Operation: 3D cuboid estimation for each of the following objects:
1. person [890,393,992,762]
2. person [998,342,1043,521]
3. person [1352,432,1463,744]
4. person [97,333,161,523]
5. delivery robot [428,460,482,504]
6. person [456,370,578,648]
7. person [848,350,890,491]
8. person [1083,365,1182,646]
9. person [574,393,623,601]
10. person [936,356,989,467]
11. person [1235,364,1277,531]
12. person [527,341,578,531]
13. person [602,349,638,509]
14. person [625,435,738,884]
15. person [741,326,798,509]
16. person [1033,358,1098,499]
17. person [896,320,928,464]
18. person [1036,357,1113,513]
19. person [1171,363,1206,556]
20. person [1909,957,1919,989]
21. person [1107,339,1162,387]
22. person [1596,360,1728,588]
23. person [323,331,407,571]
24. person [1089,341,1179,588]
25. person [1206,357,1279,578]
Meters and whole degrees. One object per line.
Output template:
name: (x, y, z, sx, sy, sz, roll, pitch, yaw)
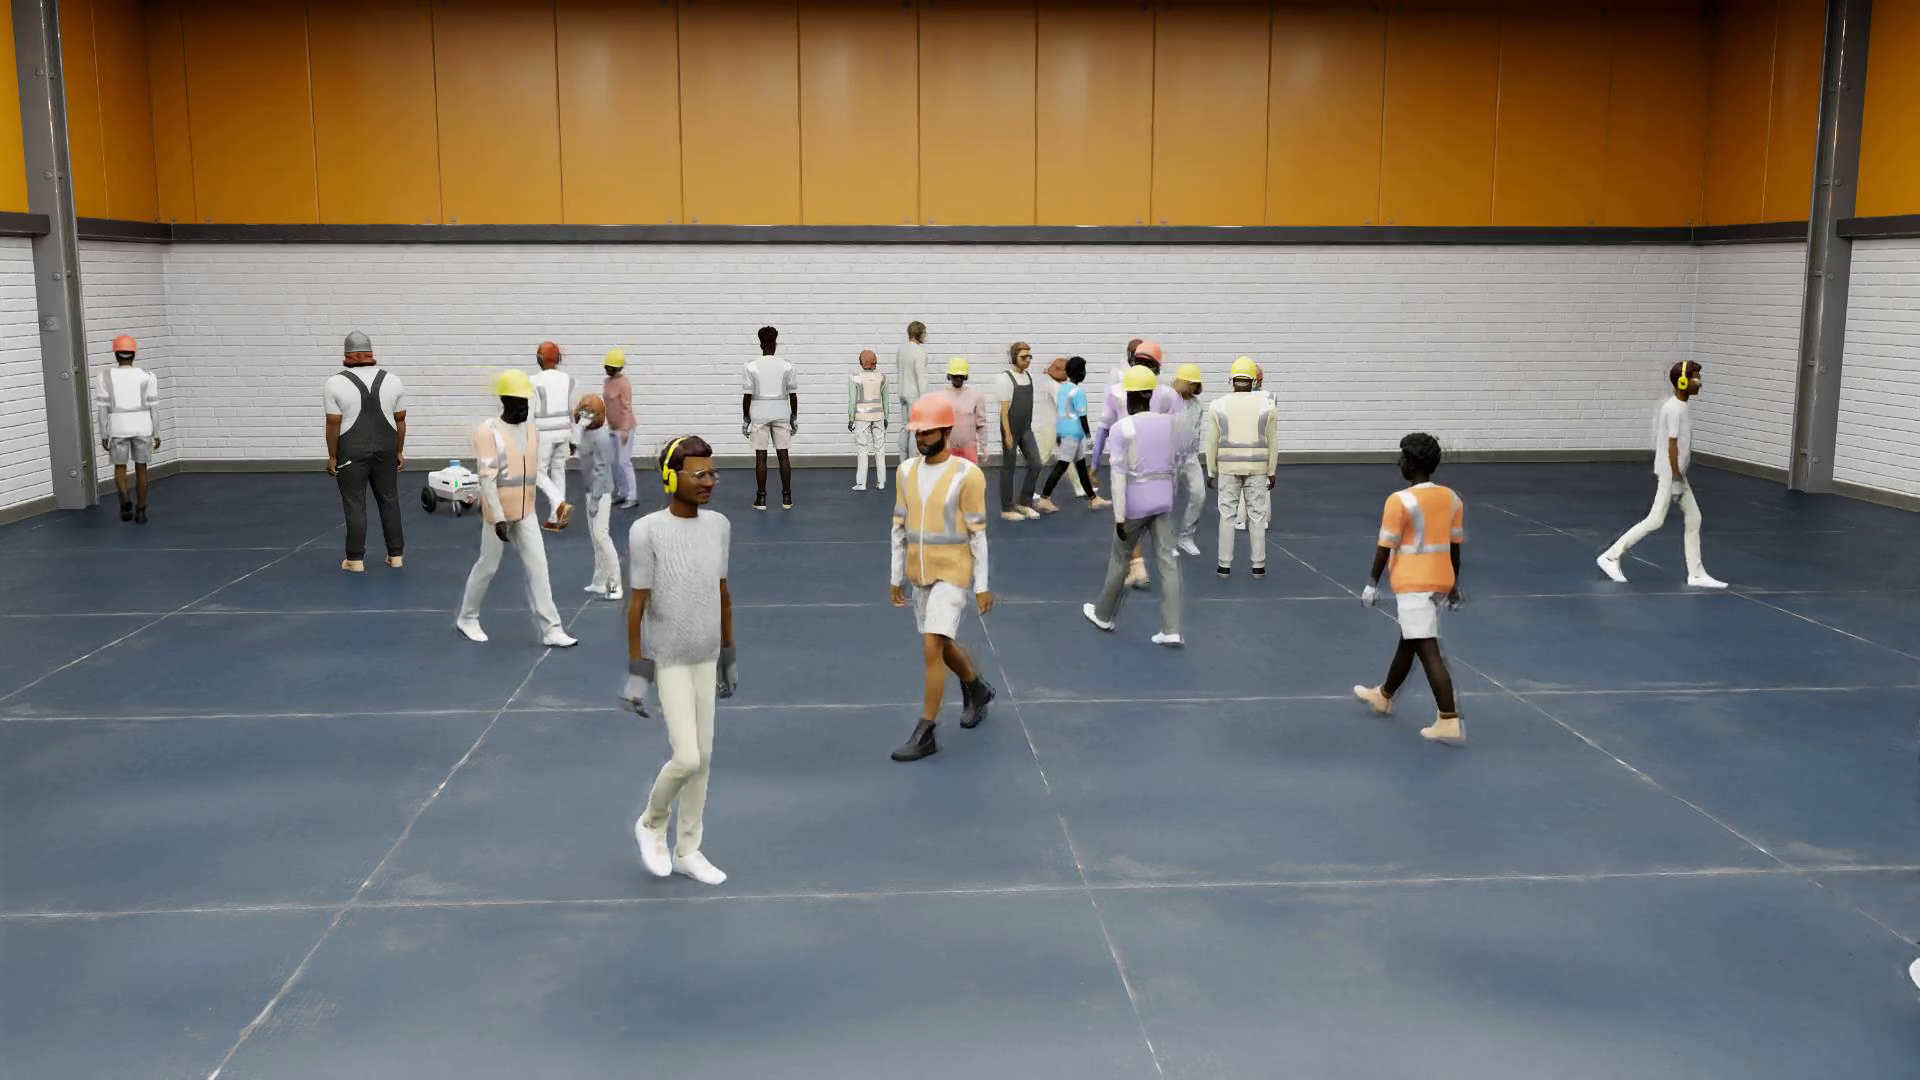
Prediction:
person: (-0.075, 0.157, 8.845, 0.556, 1.905, 0.944, 7, 11, 36)
person: (0.610, -1.085, 16.817, 0.519, 1.827, 0.543, -9, 13, -44)
person: (2.461, 0.240, 9.068, 0.544, 1.644, 0.882, -7, 11, -36)
person: (-8.289, -1.097, 16.615, 0.550, 1.920, 0.557, -4, 10, -25)
delivery robot: (-5.289, -0.596, 17.455, 0.477, 0.478, 0.707, -8, 12, -40)
person: (-3.046, -0.210, 11.213, 1.008, 1.880, 0.606, 6, 11, 32)
person: (-1.055, -1.380, 19.279, 0.519, 1.640, 0.307, -4, 10, -25)
person: (1.226, -0.245, 11.379, 0.589, 1.880, 0.990, -4, 10, -24)
person: (-2.837, -0.345, 12.886, 0.309, 1.612, 0.598, -4, 10, -24)
person: (-0.006, -0.867, 15.726, 0.588, 1.742, 0.437, -1, 9, -7)
person: (2.850, -0.899, 16.250, 0.513, 1.642, 0.311, -1, 9, -9)
person: (-3.906, -0.978, 16.041, 0.578, 1.871, 0.624, -9, 13, -43)
person: (-3.640, -1.181, 17.752, 0.454, 1.723, 0.549, -8, 12, -41)
person: (-1.100, 0.504, 6.762, 0.398, 1.860, 0.546, 8, 12, 41)
person: (-2.034, -1.306, 17.793, 0.613, 1.961, 0.362, -3, 9, -16)
person: (1.094, -1.237, 18.593, 0.876, 1.581, 0.496, 0, 9, 3)
person: (-0.583, -1.769, 20.786, 0.354, 1.937, 0.635, -5, 10, -29)
person: (1.195, -1.104, 17.517, 0.889, 1.646, 0.545, -2, 9, -14)
person: (1.977, -0.703, 14.771, 0.497, 1.721, 0.521, -5, 10, -27)
person: (3.392, 0.706, 5.360, 0.629, 1.902, 0.459, -7, 11, -36)
person: (1.946, -1.285, 18.149, 0.629, 1.805, 0.845, -3, 10, -19)
person: (5.682, -0.535, 13.399, 0.952, 1.834, 0.530, 5, 10, 28)
person: (-5.078, -0.763, 14.151, 0.687, 2.000, 0.535, -7, 12, -38)
person: (1.426, -0.622, 13.512, 0.704, 1.972, 1.028, -1, 9, -3)
person: (2.324, -0.592, 13.723, 0.588, 1.834, 0.403, 1, 9, 7)
